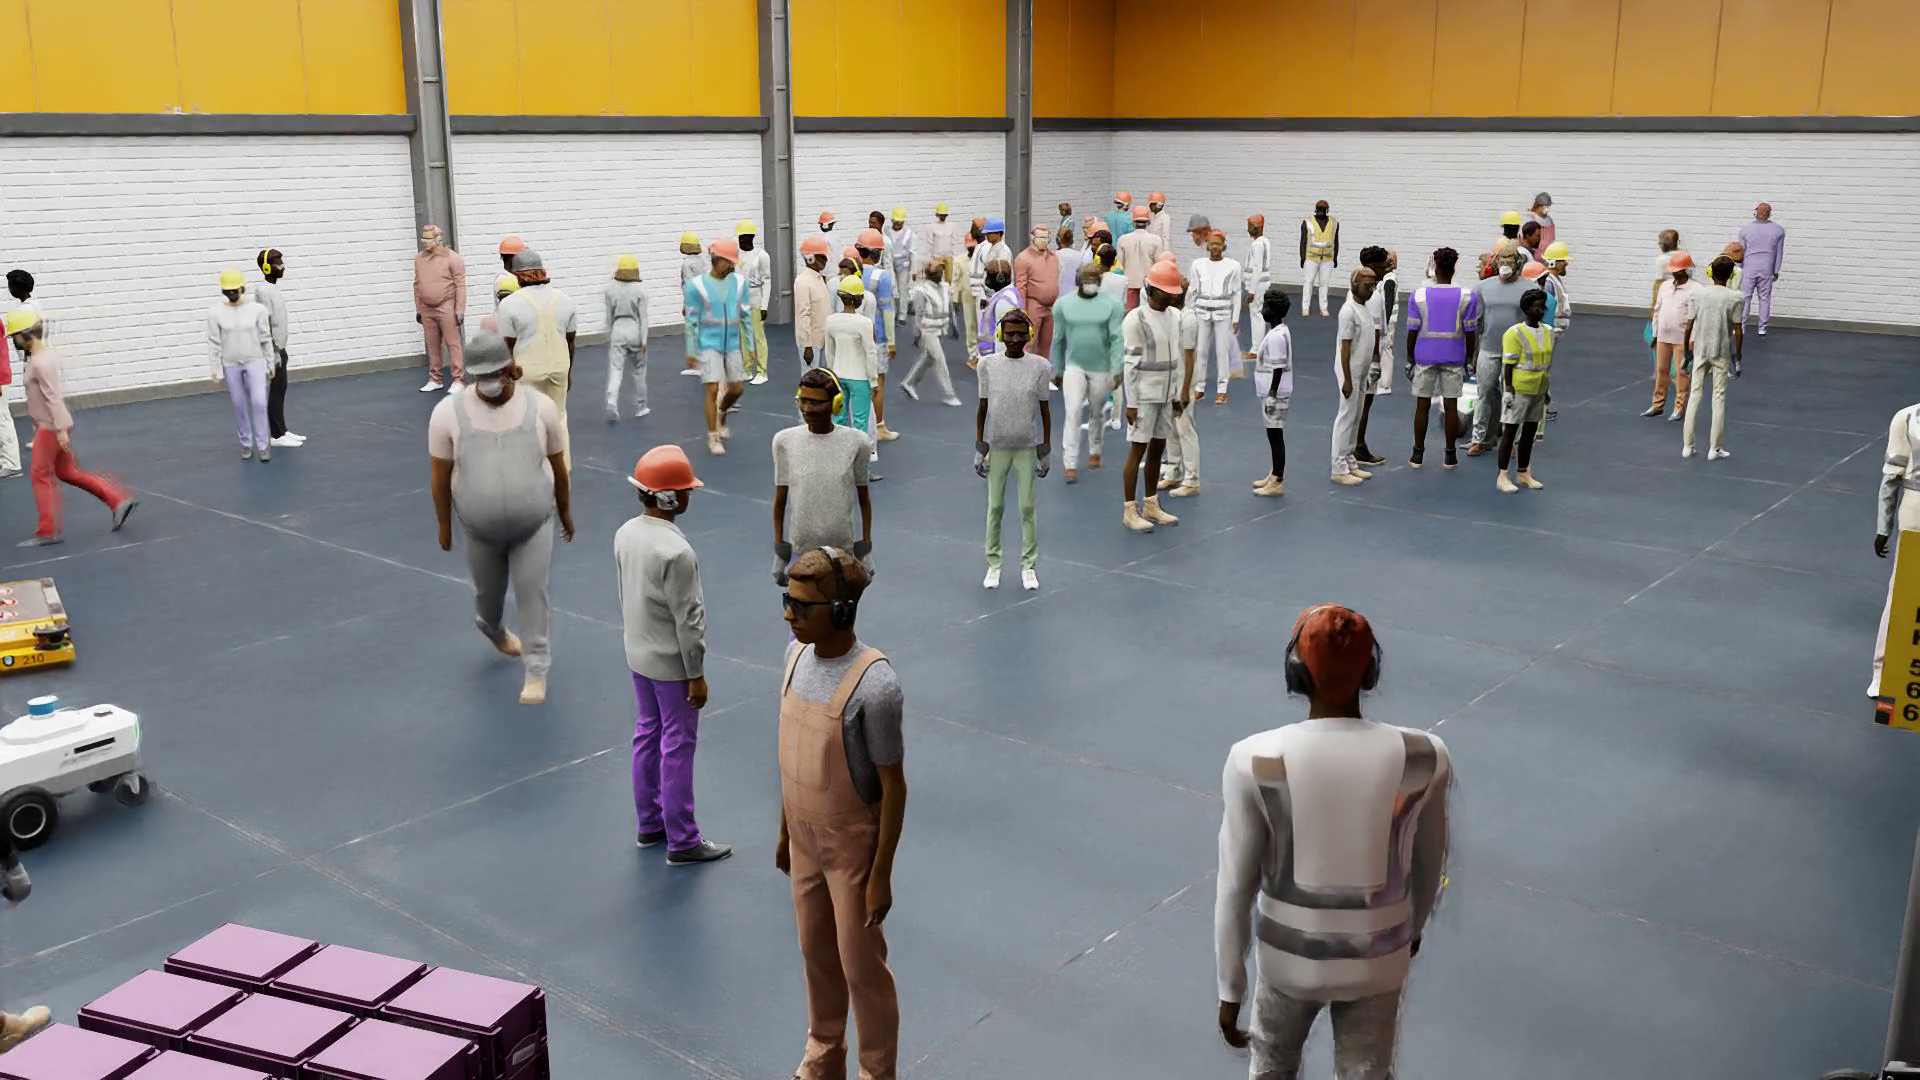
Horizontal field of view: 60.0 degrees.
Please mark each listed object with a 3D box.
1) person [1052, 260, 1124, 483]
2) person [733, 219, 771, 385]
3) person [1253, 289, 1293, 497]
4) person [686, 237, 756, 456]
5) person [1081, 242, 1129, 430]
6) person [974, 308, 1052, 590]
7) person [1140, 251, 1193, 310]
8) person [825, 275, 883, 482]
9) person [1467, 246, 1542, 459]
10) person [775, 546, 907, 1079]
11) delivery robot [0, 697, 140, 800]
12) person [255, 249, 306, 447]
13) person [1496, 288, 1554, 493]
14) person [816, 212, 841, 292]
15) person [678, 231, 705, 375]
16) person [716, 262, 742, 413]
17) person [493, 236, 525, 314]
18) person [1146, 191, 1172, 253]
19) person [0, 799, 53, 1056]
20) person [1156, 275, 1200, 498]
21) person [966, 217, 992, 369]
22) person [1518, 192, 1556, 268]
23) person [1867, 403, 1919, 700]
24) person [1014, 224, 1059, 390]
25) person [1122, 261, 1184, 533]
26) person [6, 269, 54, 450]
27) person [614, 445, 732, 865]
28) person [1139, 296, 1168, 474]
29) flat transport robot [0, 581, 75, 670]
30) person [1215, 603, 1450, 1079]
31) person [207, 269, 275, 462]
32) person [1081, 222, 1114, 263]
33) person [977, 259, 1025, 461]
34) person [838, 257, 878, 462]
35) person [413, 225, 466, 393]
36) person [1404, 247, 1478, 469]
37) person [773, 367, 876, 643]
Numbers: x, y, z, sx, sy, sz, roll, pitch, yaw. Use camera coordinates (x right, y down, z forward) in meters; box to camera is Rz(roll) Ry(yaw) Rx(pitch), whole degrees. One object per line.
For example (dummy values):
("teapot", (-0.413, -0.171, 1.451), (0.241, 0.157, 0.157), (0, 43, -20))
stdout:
("person", (1.106, -1.488, 14.446), (0.629, 1.896, 0.990), (1, 14, 5))
("person", (-2.478, -2.796, 19.573), (0.585, 1.929, 0.370), (11, 18, 37))
("person", (2.575, -1.205, 13.687), (0.316, 1.695, 0.541), (3, 14, 12))
("person", (-2.250, -1.803, 15.441), (0.687, 2.009, 0.578), (-8, 16, -30))
("person", (1.438, -2.019, 16.590), (0.510, 1.872, 0.328), (-8, 16, -29))
("person", (0.345, -0.592, 10.917), (0.510, 1.860, 0.333), (1, 14, 4))
("person", (2.096, -2.074, 17.040), (0.563, 1.753, 0.335), (-1, 14, -4))
("person", (-0.915, -1.369, 14.201), (0.524, 1.769, 0.308), (9, 17, 33))
("person", (4.962, -1.714, 15.227), (0.637, 1.938, 0.355), (6, 15, 22))
("person", (-0.375, 0.913, 4.923), (0.335, 1.845, 0.513), (-12, 19, -40))
("delivery robot", (-3.994, 0.929, 7.286), (0.477, 0.478, 0.707), (10, 17, 34))
("person", (-6.478, -1.823, 15.807), (0.315, 1.869, 0.534), (-4, 14, -14))
("person", (4.710, -1.239, 13.821), (0.541, 1.696, 0.315), (-8, 16, -29))
("person", (-1.953, -3.962, 24.589), (0.338, 1.749, 0.573), (4, 15, 15))
("person", (-3.278, -2.901, 20.362), (0.293, 1.745, 0.493), (4, 15, 15))
("person", (-2.493, -2.227, 17.662), (0.339, 1.756, 0.532), (-1, 14, -2))
("person", (-4.459, -2.064, 16.661), (0.389, 1.930, 0.549), (-1, 14, -3))
("person", (3.121, -4.486, 26.227), (0.424, 1.985, 0.621), (-4, 14, -14))
("person", (-3.125, 0.994, 5.003), (0.545, 1.643, 0.887), (3, 14, 11))
("person", (1.780, -1.270, 13.674), (0.349, 1.836, 0.503), (-5, 15, -21))
("person", (0.273, -3.077, 20.790), (0.362, 1.882, 0.576), (-1, 14, -6))
("person", (9.006, -4.477, 26.062), (0.691, 2.000, 1.025), (-8, 16, -29))
("person", (5.122, -0.071, 8.687), (0.593, 1.925, 0.384), (6, 15, 23))
("person", (0.917, -2.634, 18.975), (0.653, 1.904, 0.408), (-12, 19, -40))
("person", (1.481, -1.079, 12.509), (0.609, 2.030, 0.410), (-13, 19, -42))
("person", (-8.741, -1.708, 15.714), (0.319, 1.691, 0.540), (-5, 15, -18))
("person", (-1.195, 0.472, 6.869), (0.330, 1.751, 0.564), (-11, 18, -37))
("person", (1.740, -1.391, 14.557), (0.268, 1.632, 0.507), (-3, 14, -10))
("flat transport robot", (-5.668, 0.486, 9.818), (0.652, 0.197, 1.431), (-9, 16, -31))
("person", (0.947, 1.052, 4.344), (0.583, 1.848, 0.871), (1, 14, 5))
("person", (-6.478, -1.556, 14.993), (0.543, 1.738, 0.719), (-5, 15, -18))
("person", (1.561, -2.671, 19.076), (0.382, 1.929, 0.543), (5, 15, 20))
("person", (0.372, -1.634, 15.134), (0.429, 1.837, 0.624), (1, 14, 5))
("person", (-0.934, -1.617, 15.019), (0.338, 1.858, 0.524), (-11, 18, -36))
("person", (-5.932, -2.618, 18.914), (0.650, 1.904, 0.401), (5, 15, 19))
("person", (4.249, -1.605, 14.737), (0.607, 1.966, 0.367), (4, 14, 14))
("person", (-0.678, 0.062, 8.286), (0.513, 1.865, 0.329), (0, 14, -2))
